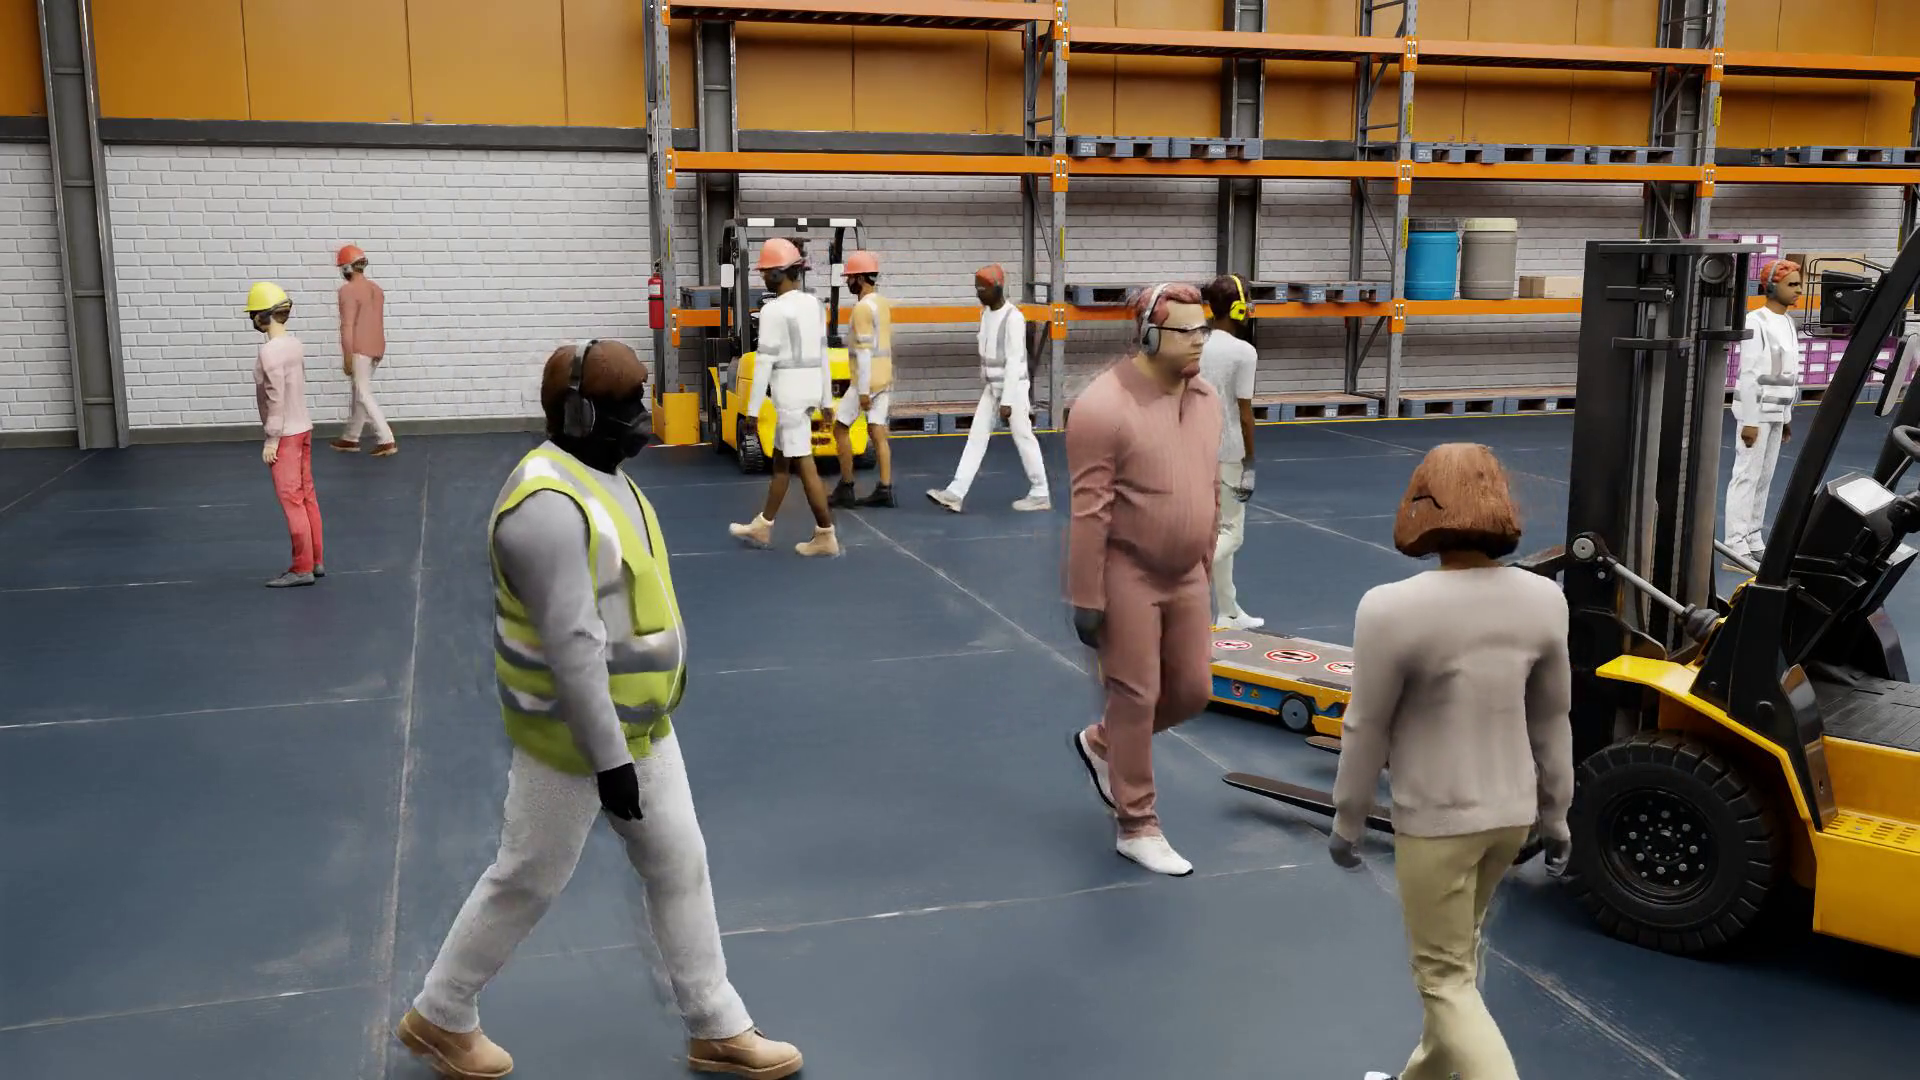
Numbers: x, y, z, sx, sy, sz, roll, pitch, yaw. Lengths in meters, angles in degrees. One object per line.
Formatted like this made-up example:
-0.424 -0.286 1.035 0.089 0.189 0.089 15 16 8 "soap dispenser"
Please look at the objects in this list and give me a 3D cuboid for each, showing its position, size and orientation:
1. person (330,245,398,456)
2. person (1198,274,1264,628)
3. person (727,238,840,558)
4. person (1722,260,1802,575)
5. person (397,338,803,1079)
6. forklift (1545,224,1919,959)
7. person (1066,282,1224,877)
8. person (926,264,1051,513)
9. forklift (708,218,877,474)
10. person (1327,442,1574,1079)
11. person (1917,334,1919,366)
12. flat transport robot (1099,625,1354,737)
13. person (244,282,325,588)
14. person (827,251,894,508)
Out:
-5.624 -1.753 15.484 0.869 1.946 0.659 3 11 14 "person"
1.257 -0.399 8.328 0.763 1.845 0.518 -6 12 -31 "person"
-1.172 -0.886 10.521 0.969 2.000 0.639 5 11 23 "person"
4.867 -0.739 10.055 0.572 1.883 0.354 -10 14 -43 "person"
-0.906 0.428 3.915 0.961 1.805 0.618 2 10 10 "person"
2.909 0.117 4.508 2.313 2.155 1.214 9 14 40 "forklift"
0.575 0.111 5.394 0.659 1.887 0.555 -8 13 -39 "person"
0.248 -1.085 12.117 1.015 1.821 0.637 -5 12 -27 "person"
-1.522 -1.778 14.899 1.214 2.155 2.313 -3 11 -17 "forklift"
1.079 0.602 3.466 0.499 1.599 0.716 -4 11 -23 "person"
8.589 -1.511 14.283 0.636 1.874 1.068 3 11 18 "person"
1.363 0.584 7.227 1.431 0.197 0.652 10 14 43 "flat transport robot"
-3.940 -0.606 9.653 0.328 1.765 0.532 -1 10 -5 "person"
-0.796 -1.183 12.401 0.671 1.917 0.560 4 11 19 "person"
